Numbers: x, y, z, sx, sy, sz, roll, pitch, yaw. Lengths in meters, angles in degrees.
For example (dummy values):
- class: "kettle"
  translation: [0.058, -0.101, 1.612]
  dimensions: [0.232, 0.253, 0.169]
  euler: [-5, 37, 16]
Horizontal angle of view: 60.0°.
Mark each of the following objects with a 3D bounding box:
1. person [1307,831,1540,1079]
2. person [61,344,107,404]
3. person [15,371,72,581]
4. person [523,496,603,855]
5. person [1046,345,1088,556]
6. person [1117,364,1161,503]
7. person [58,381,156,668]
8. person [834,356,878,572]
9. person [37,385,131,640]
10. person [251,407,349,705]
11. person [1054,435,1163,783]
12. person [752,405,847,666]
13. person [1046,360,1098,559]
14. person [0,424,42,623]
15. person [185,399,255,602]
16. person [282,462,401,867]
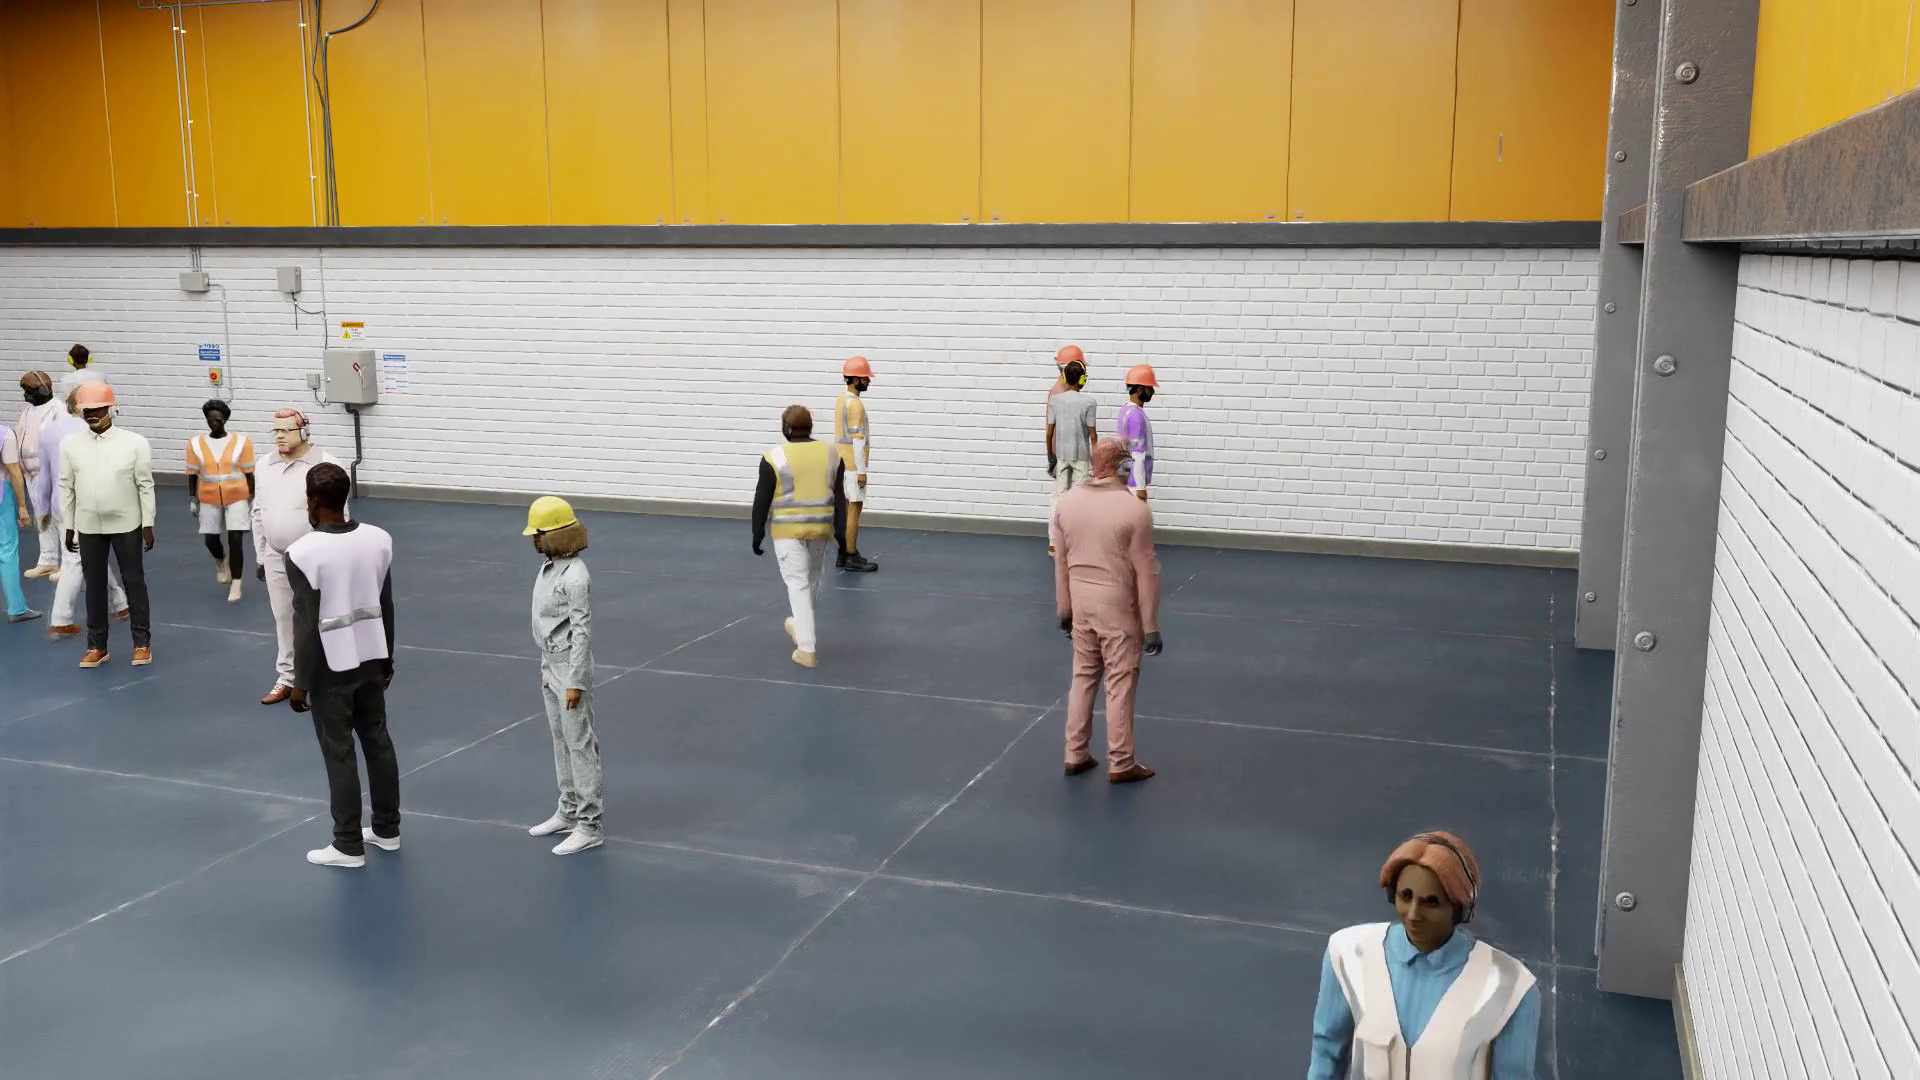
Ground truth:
- class: "person"
  translation: [1.086, 1.439, 3.908]
  dimensions: [0.525, 1.615, 0.657]
  euler: [6, 12, 31]
- class: "person"
  translation: [-9.797, -1.294, 18.730]
  dimensions: [0.511, 1.832, 0.976]
  euler: [-9, 13, -41]
- class: "person"
  translation: [-7.994, -0.561, 14.558]
  dimensions: [0.622, 1.838, 0.429]
  euler: [5, 11, 28]
- class: "person"
  translation: [-1.932, 0.644, 8.050]
  dimensions: [0.305, 1.738, 0.484]
  euler: [-6, 12, -31]
- class: "person"
  translation: [1.005, -0.844, 15.703]
  dimensions: [0.395, 1.992, 0.622]
  euler: [1, 10, 6]
- class: "person"
  translation: [1.491, -0.509, 13.978]
  dimensions: [0.358, 1.938, 0.542]
  euler: [-1, 10, -5]
- class: "person"
  translation: [-5.915, -0.107, 11.554]
  dimensions: [0.612, 1.995, 0.382]
  euler: [-2, 10, -12]
- class: "person"
  translation: [-0.934, -0.685, 14.969]
  dimensions: [0.372, 1.934, 0.551]
  euler: [-4, 11, -20]
- class: "person"
  translation: [-6.589, -0.226, 12.568]
  dimensions: [0.639, 1.866, 1.006]
  euler: [3, 11, 17]
- class: "person"
  translation: [-4.207, 0.109, 10.584]
  dimensions: [0.639, 1.908, 0.409]
  euler: [1, 10, 8]
- class: "person"
  translation: [0.822, 0.379, 9.084]
  dimensions: [0.677, 1.904, 0.400]
  euler: [10, 14, 43]
- class: "person"
  translation: [-1.182, -0.062, 11.845]
  dimensions: [0.654, 1.796, 0.933]
  euler: [-6, 12, -29]
- class: "person"
  translation: [1.053, -0.735, 15.442]
  dimensions: [0.538, 1.869, 0.312]
  euler: [5, 11, 27]
- class: "person"
  translation: [-7.498, -0.263, 12.842]
  dimensions: [0.564, 1.848, 0.388]
  euler: [0, 10, 3]
- class: "person"
  translation: [-6.113, -0.349, 13.818]
  dimensions: [0.541, 1.680, 0.595]
  euler: [-3, 10, -14]
- class: "person"
  translation: [-2.897, 0.588, 7.857]
  dimensions: [0.372, 1.916, 0.596]
  euler: [5, 11, 26]
